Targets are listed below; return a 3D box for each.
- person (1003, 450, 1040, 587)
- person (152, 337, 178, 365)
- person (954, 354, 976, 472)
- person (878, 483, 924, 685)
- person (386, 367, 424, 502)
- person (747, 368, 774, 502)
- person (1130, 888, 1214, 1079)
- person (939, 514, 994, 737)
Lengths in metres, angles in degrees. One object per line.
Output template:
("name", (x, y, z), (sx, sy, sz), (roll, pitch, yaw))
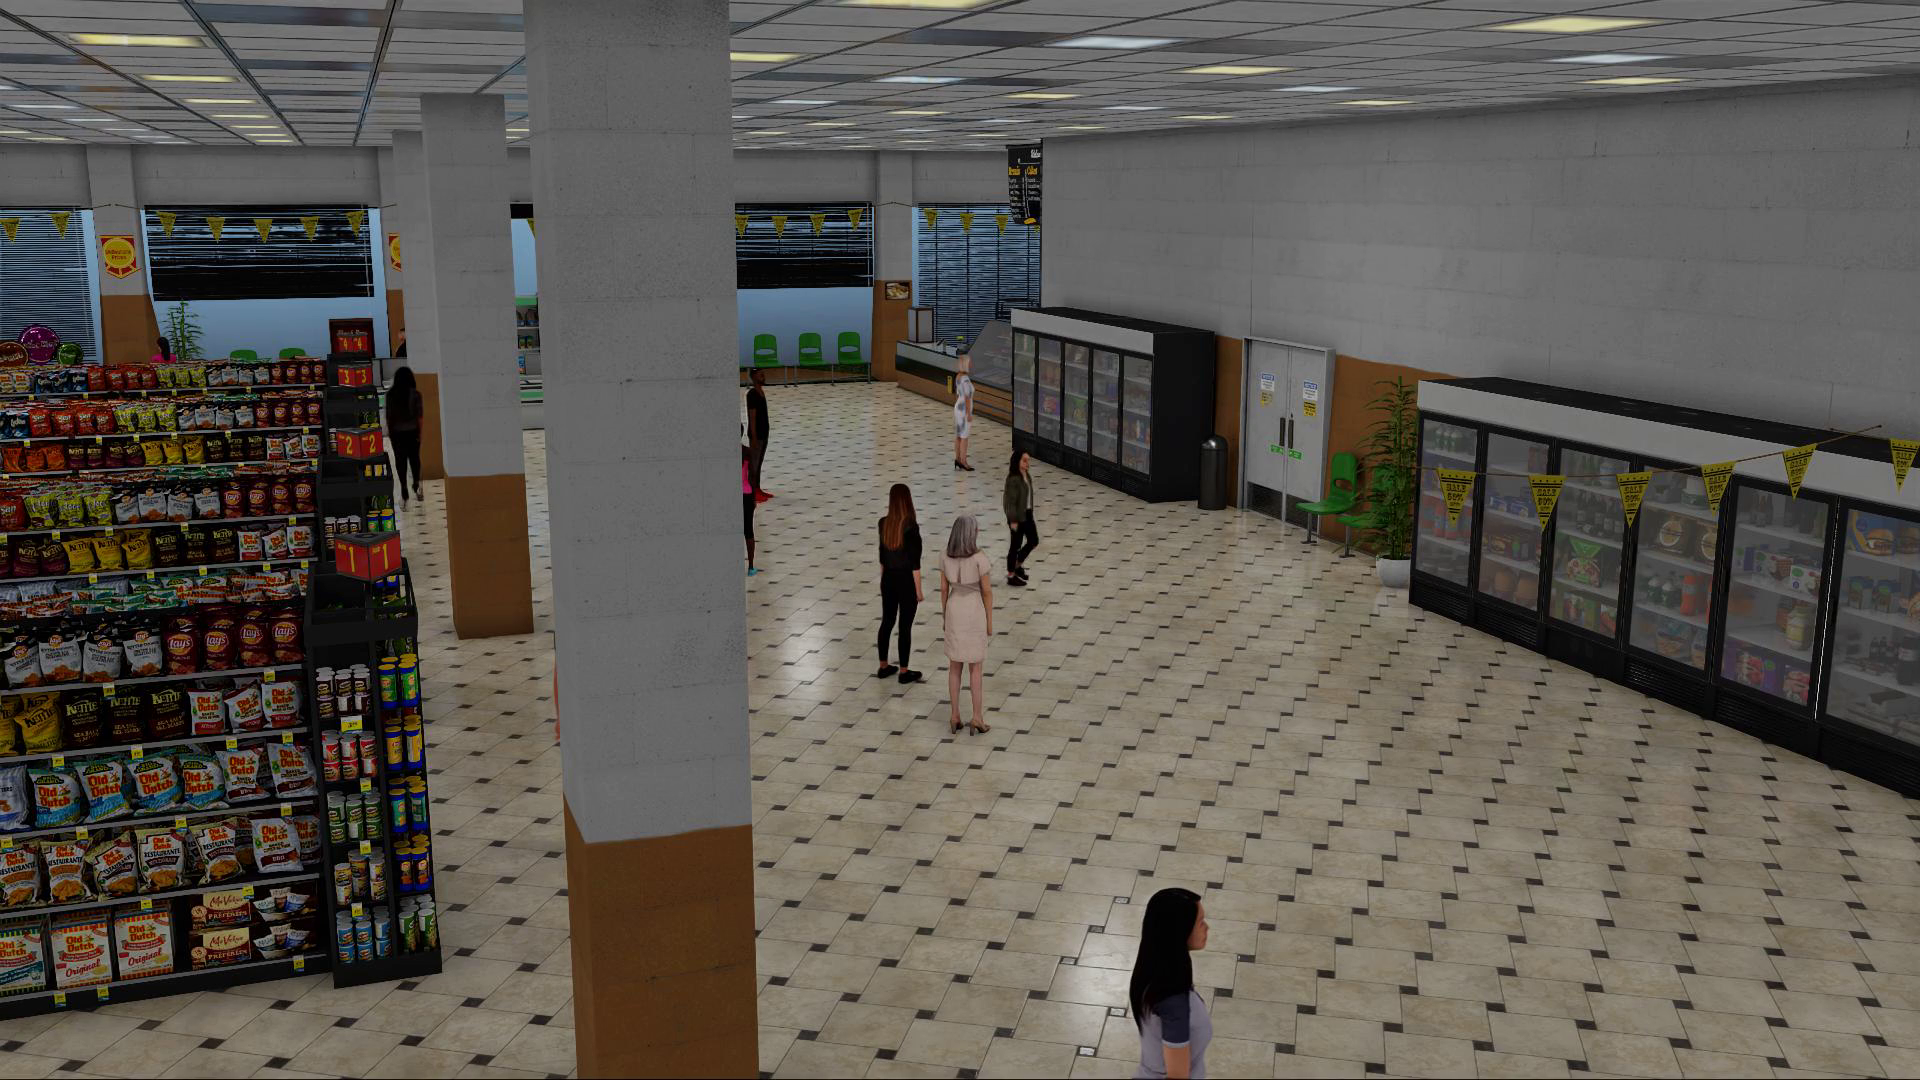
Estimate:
("person", (0.583, -0.237, 17.774), (0.760, 1.466, 0.677), (8, 14, 33))
("person", (-13.669, -2.651, 28.672), (0.738, 1.699, 0.647), (11, 16, 42))
("person", (0.055, -1.931, 25.128), (0.505, 1.750, 0.559), (-4, 13, -18))
("person", (-0.538, 0.367, 14.323), (0.688, 1.705, 0.708), (10, 15, 39))
("person", (-7.478, -1.375, 22.404), (1.090, 1.783, 0.687), (-4, 13, -19))
("person", (-2.767, -1.454, 22.727), (0.716, 1.805, 0.715), (2, 12, 11))
("person", (0.772, 2.086, 6.157), (0.609, 1.705, 0.646), (-1, 12, -4))
("person", (0.051, 0.652, 12.894), (0.681, 1.736, 0.744), (5, 13, 24))
